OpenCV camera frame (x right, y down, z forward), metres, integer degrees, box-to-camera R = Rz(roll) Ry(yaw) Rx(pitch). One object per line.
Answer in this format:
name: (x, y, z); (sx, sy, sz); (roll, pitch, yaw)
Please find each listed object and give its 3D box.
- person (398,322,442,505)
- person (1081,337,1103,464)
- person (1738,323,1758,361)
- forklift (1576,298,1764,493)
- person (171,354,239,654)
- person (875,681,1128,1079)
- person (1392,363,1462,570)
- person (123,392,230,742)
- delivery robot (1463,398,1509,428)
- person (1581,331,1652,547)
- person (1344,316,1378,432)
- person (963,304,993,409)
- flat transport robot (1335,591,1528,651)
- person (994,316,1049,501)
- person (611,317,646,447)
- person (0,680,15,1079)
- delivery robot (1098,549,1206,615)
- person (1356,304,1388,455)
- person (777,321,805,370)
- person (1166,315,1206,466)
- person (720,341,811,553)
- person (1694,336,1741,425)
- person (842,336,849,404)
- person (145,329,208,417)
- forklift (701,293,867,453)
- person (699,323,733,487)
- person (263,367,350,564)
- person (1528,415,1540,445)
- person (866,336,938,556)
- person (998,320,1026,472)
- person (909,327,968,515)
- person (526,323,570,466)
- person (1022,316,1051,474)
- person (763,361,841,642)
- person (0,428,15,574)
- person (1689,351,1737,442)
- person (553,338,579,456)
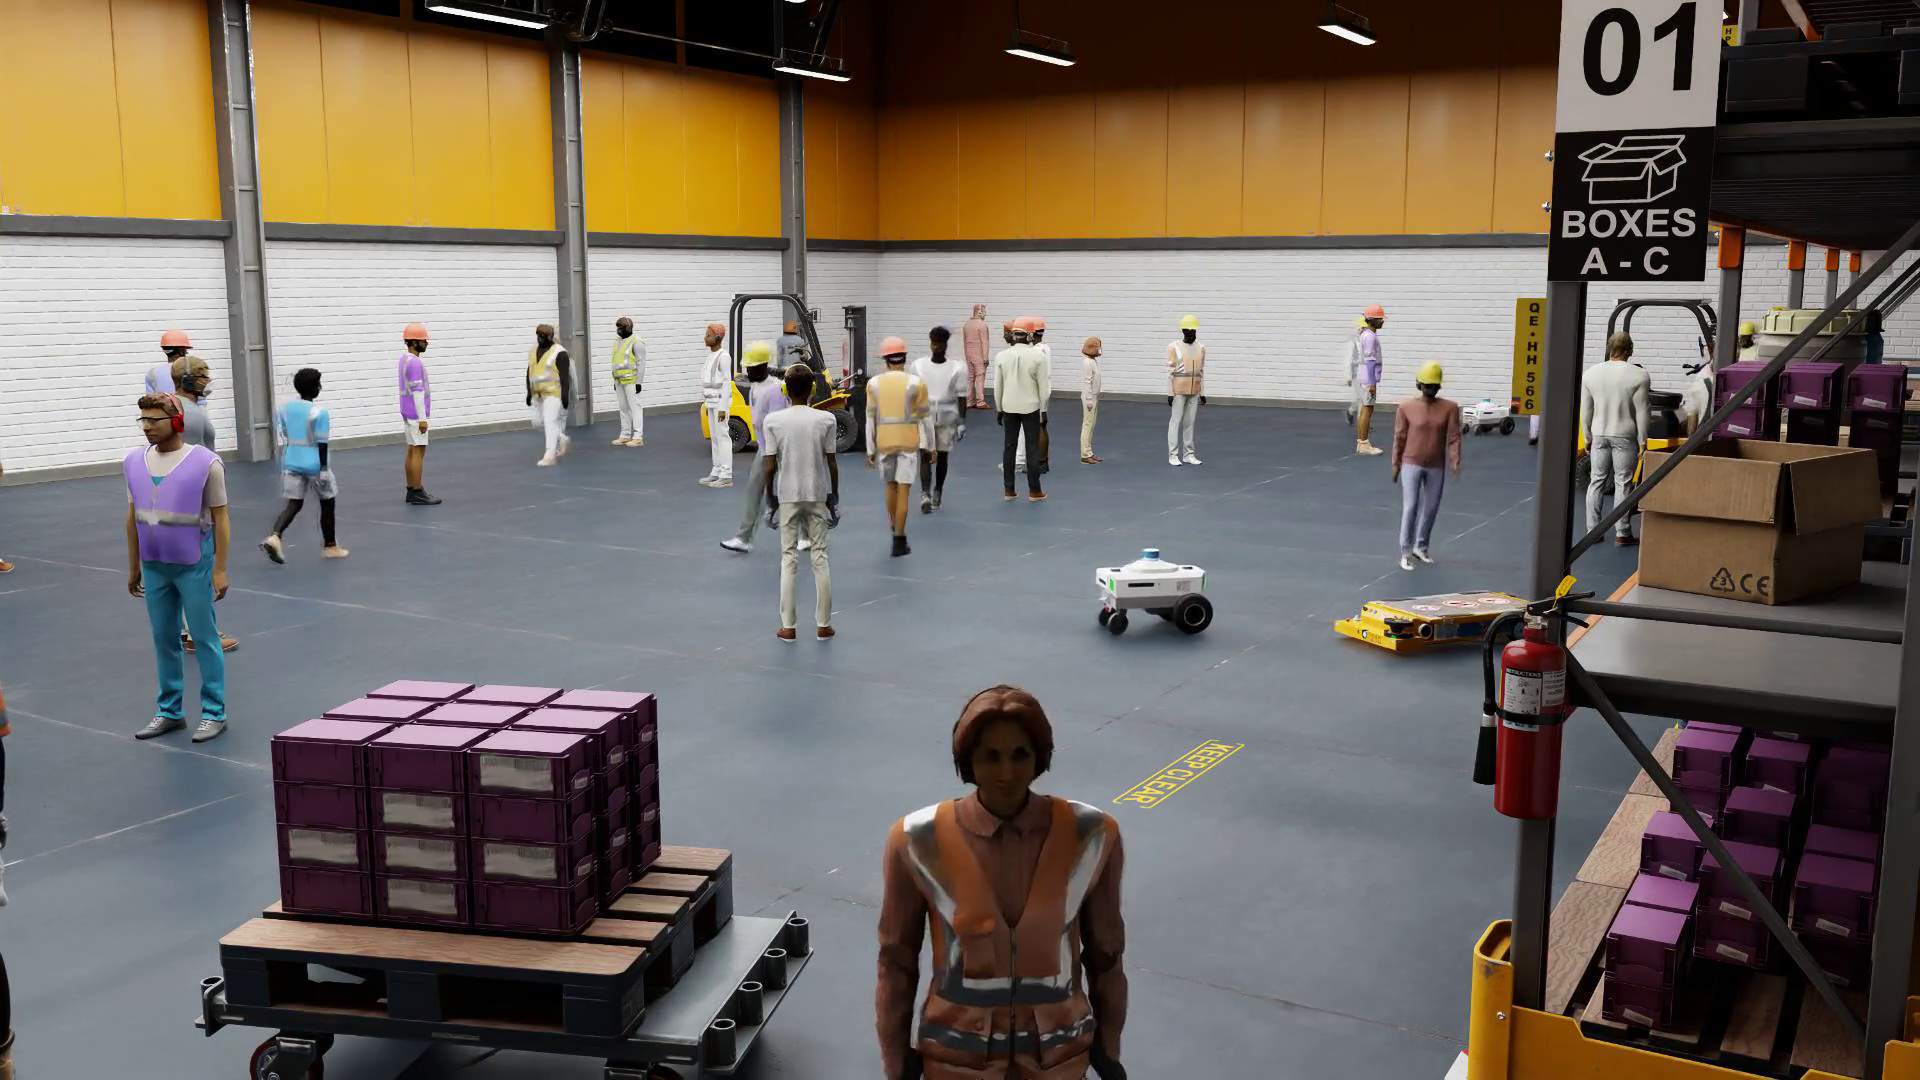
person: (-5.763, -1.341, 17.711); (0.361, 1.935, 0.553); (-5, 11, -30)
person: (1.707, -1.804, 21.547); (0.275, 1.632, 0.507); (2, 9, 14)
person: (10.841, -2.099, 22.932); (0.927, 1.791, 0.598); (-8, 12, -41)
forklift: (7.954, -1.589, 18.462); (2.313, 2.155, 1.214); (5, 11, 30)
person: (-4.977, -0.233, 10.792); (0.352, 1.937, 0.635); (-7, 11, -36)
person: (0.090, 1.094, 3.447); (0.539, 1.636, 0.320); (-1, 9, -6)
person: (3.892, -0.614, 13.960); (0.541, 1.750, 0.642); (0, 9, 1)
person: (-4.109, 0.139, 8.762); (0.575, 1.843, 0.374); (2, 9, 11)
delivery robot: (8.025, -1.925, 25.366); (0.707, 0.478, 0.477); (-5, 10, -27)
person: (5.911, -0.909, 15.015); (0.632, 1.940, 0.372); (8, 12, 43)
person: (6.237, -2.595, 25.904); (0.601, 1.817, 0.654); (-5, 11, -30)
person: (0.334, -3.317, 30.165); (0.400, 1.902, 0.643); (-6, 11, -34)
flat transport robot: (3.313, 0.531, 11.212); (1.431, 0.197, 0.652); (-4, 10, -23)
person: (0.672, -1.418, 18.014); (0.612, 1.994, 0.394); (3, 10, 21)
person: (-4.742, -2.249, 23.681); (0.634, 1.840, 0.429); (9, 13, 43)
person: (-3.023, 0.844, 4.817); (0.318, 1.700, 0.535); (8, 12, 40)
delivery robot: (1.317, 0.304, 11.457); (0.707, 0.478, 0.477); (-2, 9, -10)
person: (5.584, -2.172, 22.570); (0.379, 2.044, 0.607); (1, 9, 7)
person: (-2.955, -3.017, 29.118); (0.498, 1.633, 0.282); (0, 9, -1)
person: (2.906, -1.915, 21.324); (0.584, 1.928, 0.373); (-5, 10, -28)
person: (-1.670, -0.797, 14.529); (0.990, 1.870, 0.617); (-6, 11, -32)
person: (7.084, -0.956, 15.464); (0.709, 1.908, 0.430); (-6, 11, -34)
person: (-1.726, -2.725, 26.901); (0.329, 1.763, 0.523); (-5, 10, -29)
person: (-7.360, -1.017, 15.700); (0.546, 1.934, 0.376); (-1, 9, -4)
forklift: (-2.458, -2.344, 23.176); (2.313, 2.155, 1.214); (0, 9, -2)
person: (-2.807, -1.549, 19.175); (0.356, 1.885, 0.574); (-5, 10, -26)
person: (-5.552, -0.619, 14.027); (0.527, 1.674, 0.752); (4, 10, 22)
person: (8.358, -2.249, 23.496); (0.671, 1.902, 0.457); (4, 10, 23)
person: (-0.499, -0.838, 14.676); (0.584, 1.897, 0.823); (3, 10, 17)
person: (0.673, -1.783, 20.629); (0.356, 1.887, 0.572); (-1, 9, -6)
person: (-0.238, -1.214, 17.011); (0.630, 1.901, 1.024); (0, 9, -1)
person: (-5.252, -1.871, 21.365); (0.626, 1.827, 0.625); (6, 11, 31)
person: (0.930, -1.777, 20.441); (0.361, 1.933, 0.552); (2, 9, 14)
person: (-1.054, -0.252, 11.113); (0.512, 1.877, 0.328); (-2, 9, -9)
person: (-8.059, -0.659, 13.472); (0.628, 1.935, 0.373); (0, 9, 3)
person: (6.691, -0.797, 14.725); (0.538, 1.817, 0.681); (6, 11, 33)
person: (-5.441, -1.937, 22.520); (0.505, 1.587, 0.848); (0, 9, -2)
